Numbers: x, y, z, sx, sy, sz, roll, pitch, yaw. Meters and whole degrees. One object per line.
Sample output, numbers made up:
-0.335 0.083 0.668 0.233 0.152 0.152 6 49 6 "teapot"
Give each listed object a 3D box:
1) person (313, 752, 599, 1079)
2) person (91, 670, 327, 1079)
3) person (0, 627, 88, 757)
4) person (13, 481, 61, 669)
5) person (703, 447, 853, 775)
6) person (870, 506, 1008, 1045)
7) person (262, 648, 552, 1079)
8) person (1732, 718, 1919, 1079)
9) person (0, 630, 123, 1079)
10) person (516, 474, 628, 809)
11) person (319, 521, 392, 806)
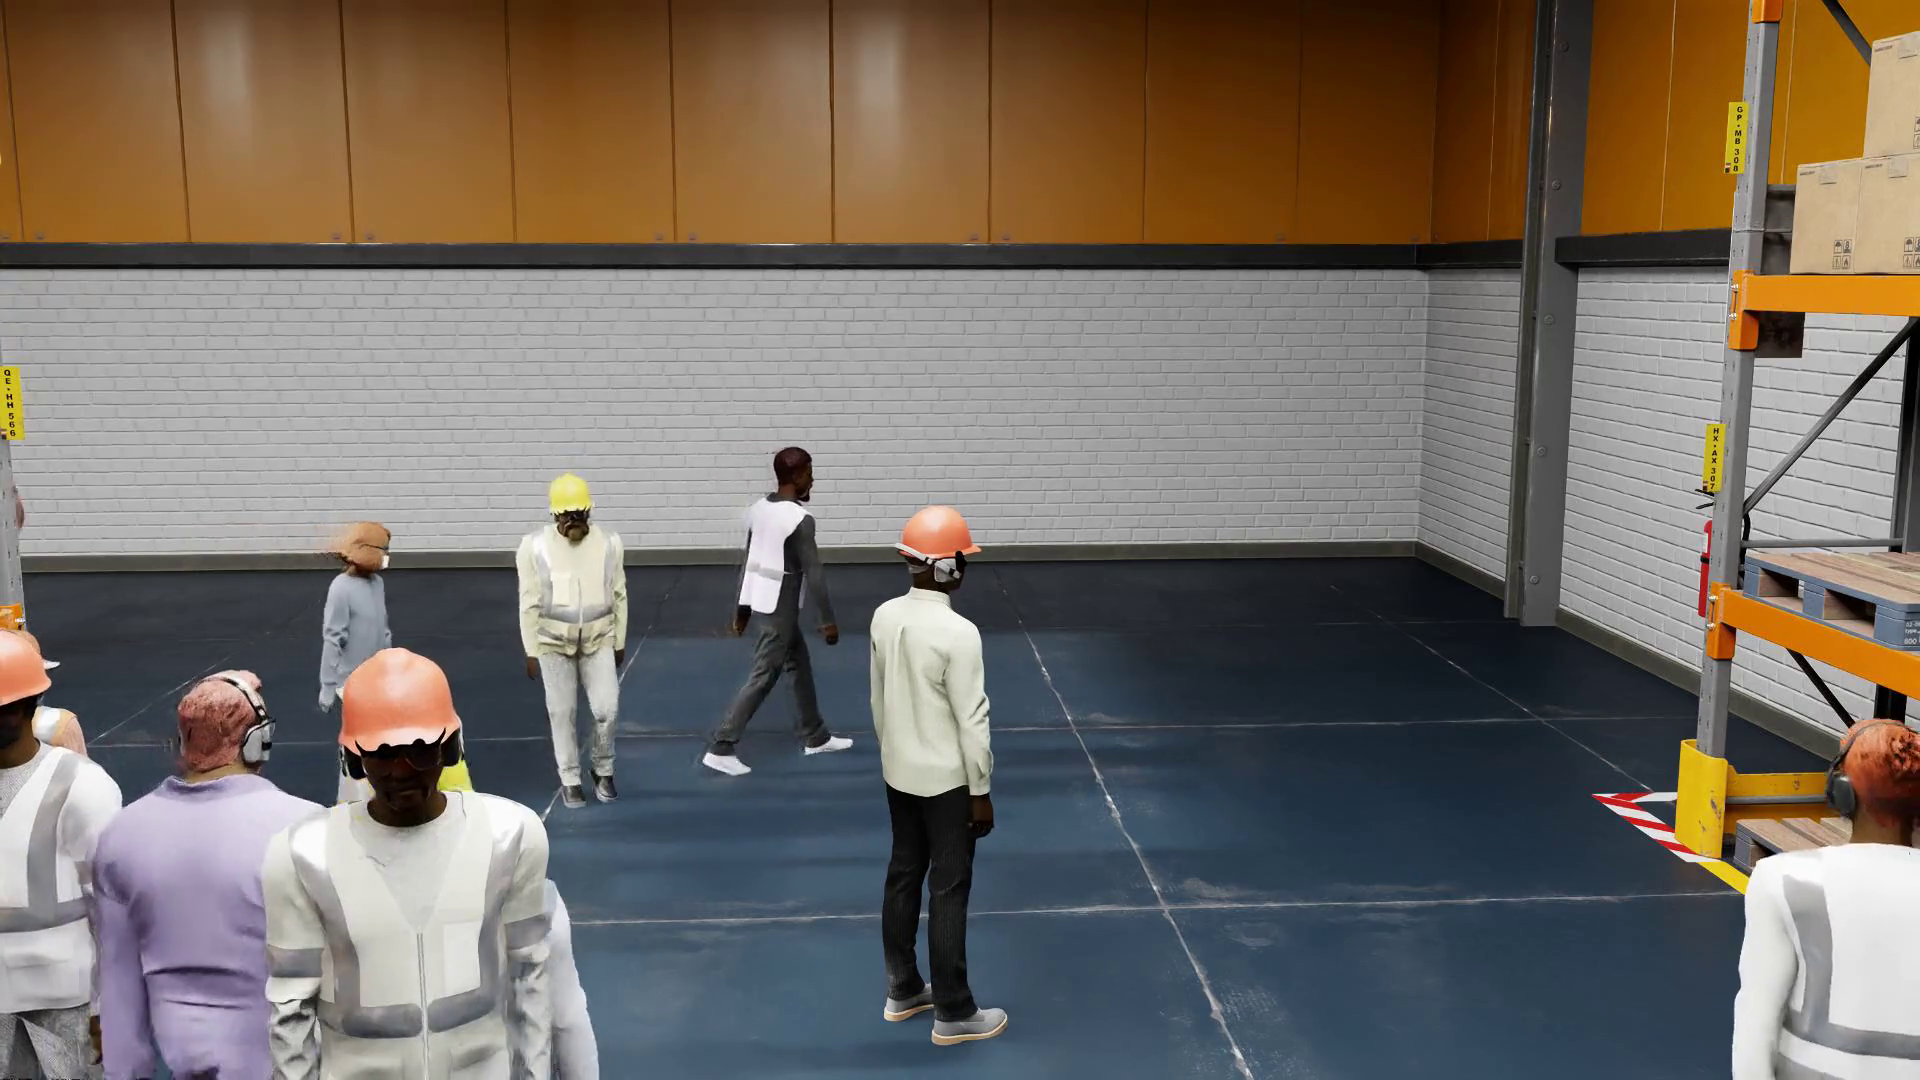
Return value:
-1.170 1.349 3.840 0.631 1.786 0.894 0 9 -1 "person"
-1.812 1.255 4.191 0.631 1.858 1.041 2 9 13 "person"
-3.231 1.114 5.718 0.514 1.641 0.308 -1 9 -9 "person"
-6.963 0.022 11.830 0.822 1.883 0.650 -3 9 -17 "person"
-1.069 0.398 9.539 1.008 1.868 0.613 -6 11 -31 "person"
-0.091 0.864 6.174 0.376 1.995 0.612 -8 12 -40 "person"
-1.190 1.237 3.684 0.607 2.044 0.379 -4 10 -25 "person"
2.092 1.318 3.844 0.597 1.832 1.004 2 9 14 "person"
-2.469 1.176 4.406 0.548 1.934 0.375 2 9 14 "person"
-2.030 0.544 8.807 0.587 1.803 0.461 -4 10 -23 "person"
-2.947 0.710 8.316 0.495 1.607 0.549 1 9 3 "person"
